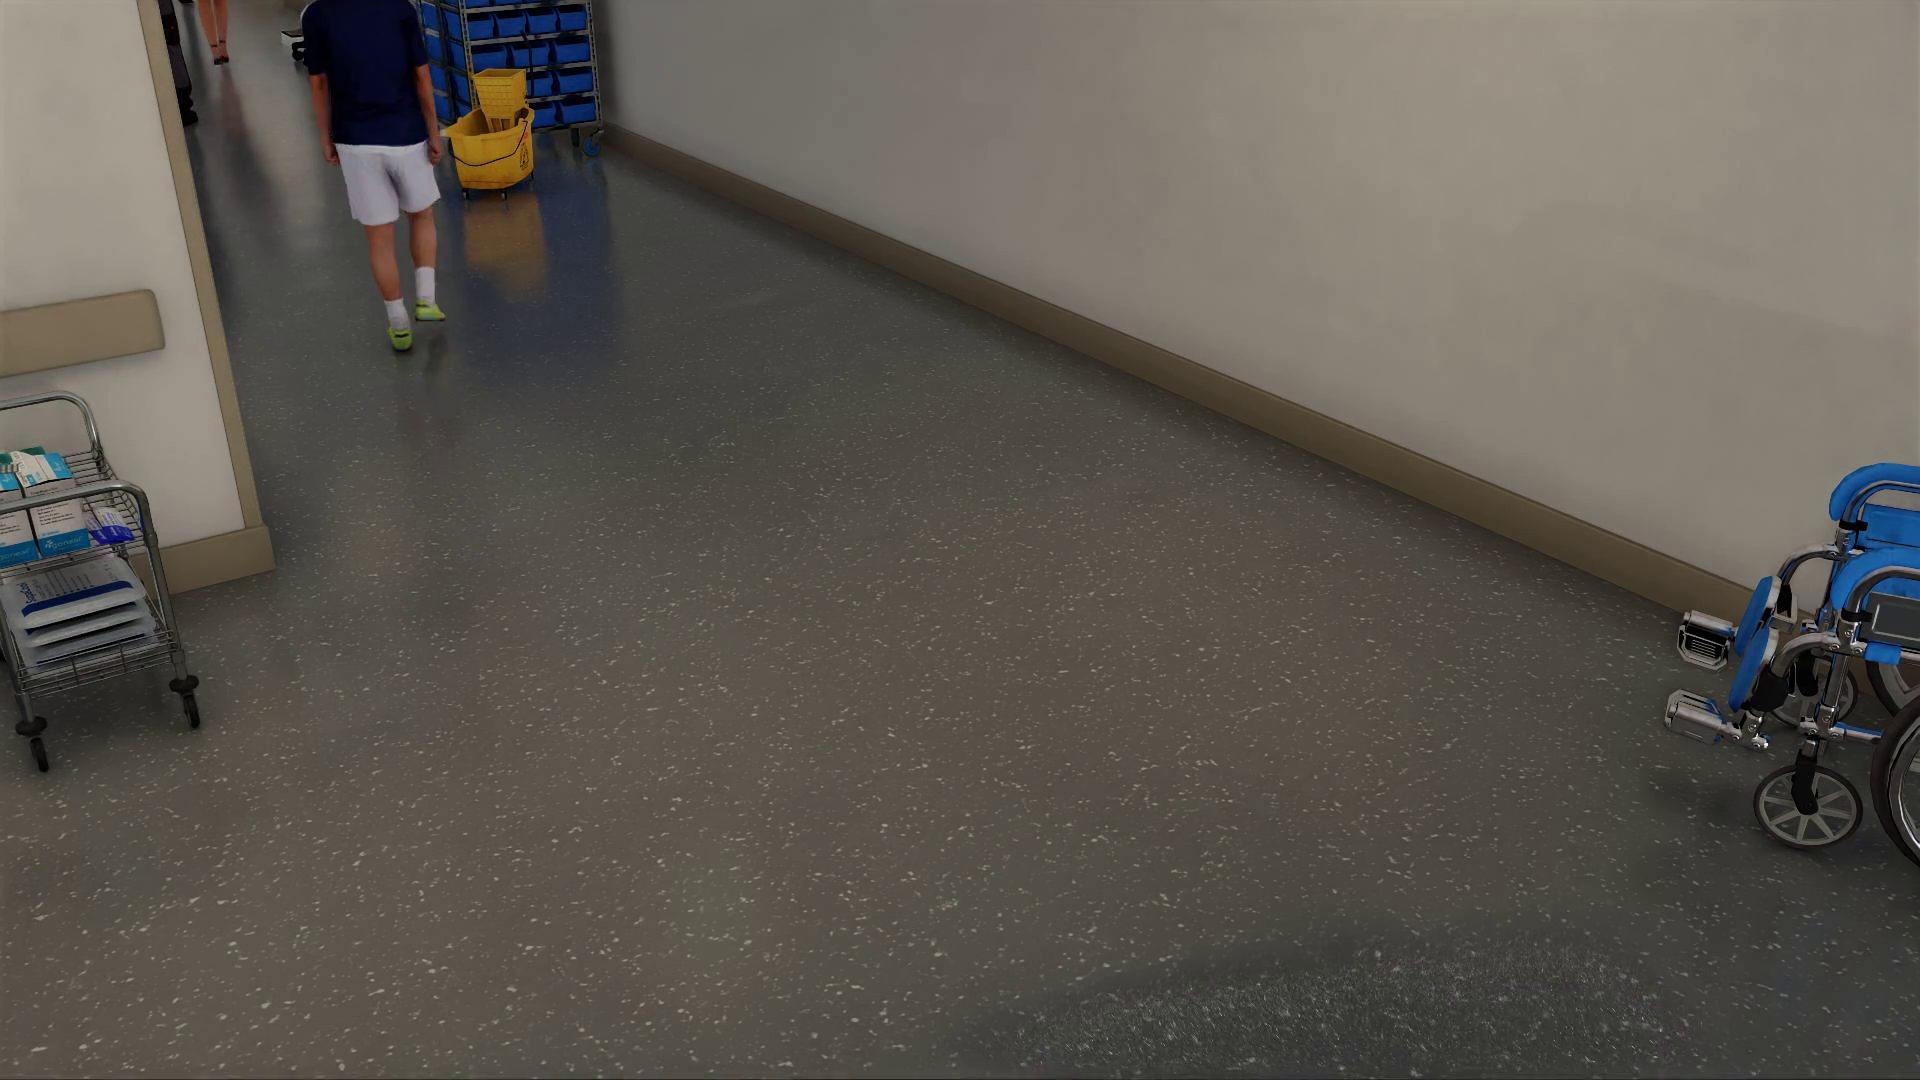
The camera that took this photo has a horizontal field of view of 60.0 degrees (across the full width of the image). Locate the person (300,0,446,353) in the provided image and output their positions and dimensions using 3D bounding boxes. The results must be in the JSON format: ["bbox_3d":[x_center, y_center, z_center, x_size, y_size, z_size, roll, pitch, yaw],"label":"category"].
[{"bbox_3d":[-2.488,-1.705,7.172,0.628,1.824,0.778,-10,28,-20],"label":"person"}]
